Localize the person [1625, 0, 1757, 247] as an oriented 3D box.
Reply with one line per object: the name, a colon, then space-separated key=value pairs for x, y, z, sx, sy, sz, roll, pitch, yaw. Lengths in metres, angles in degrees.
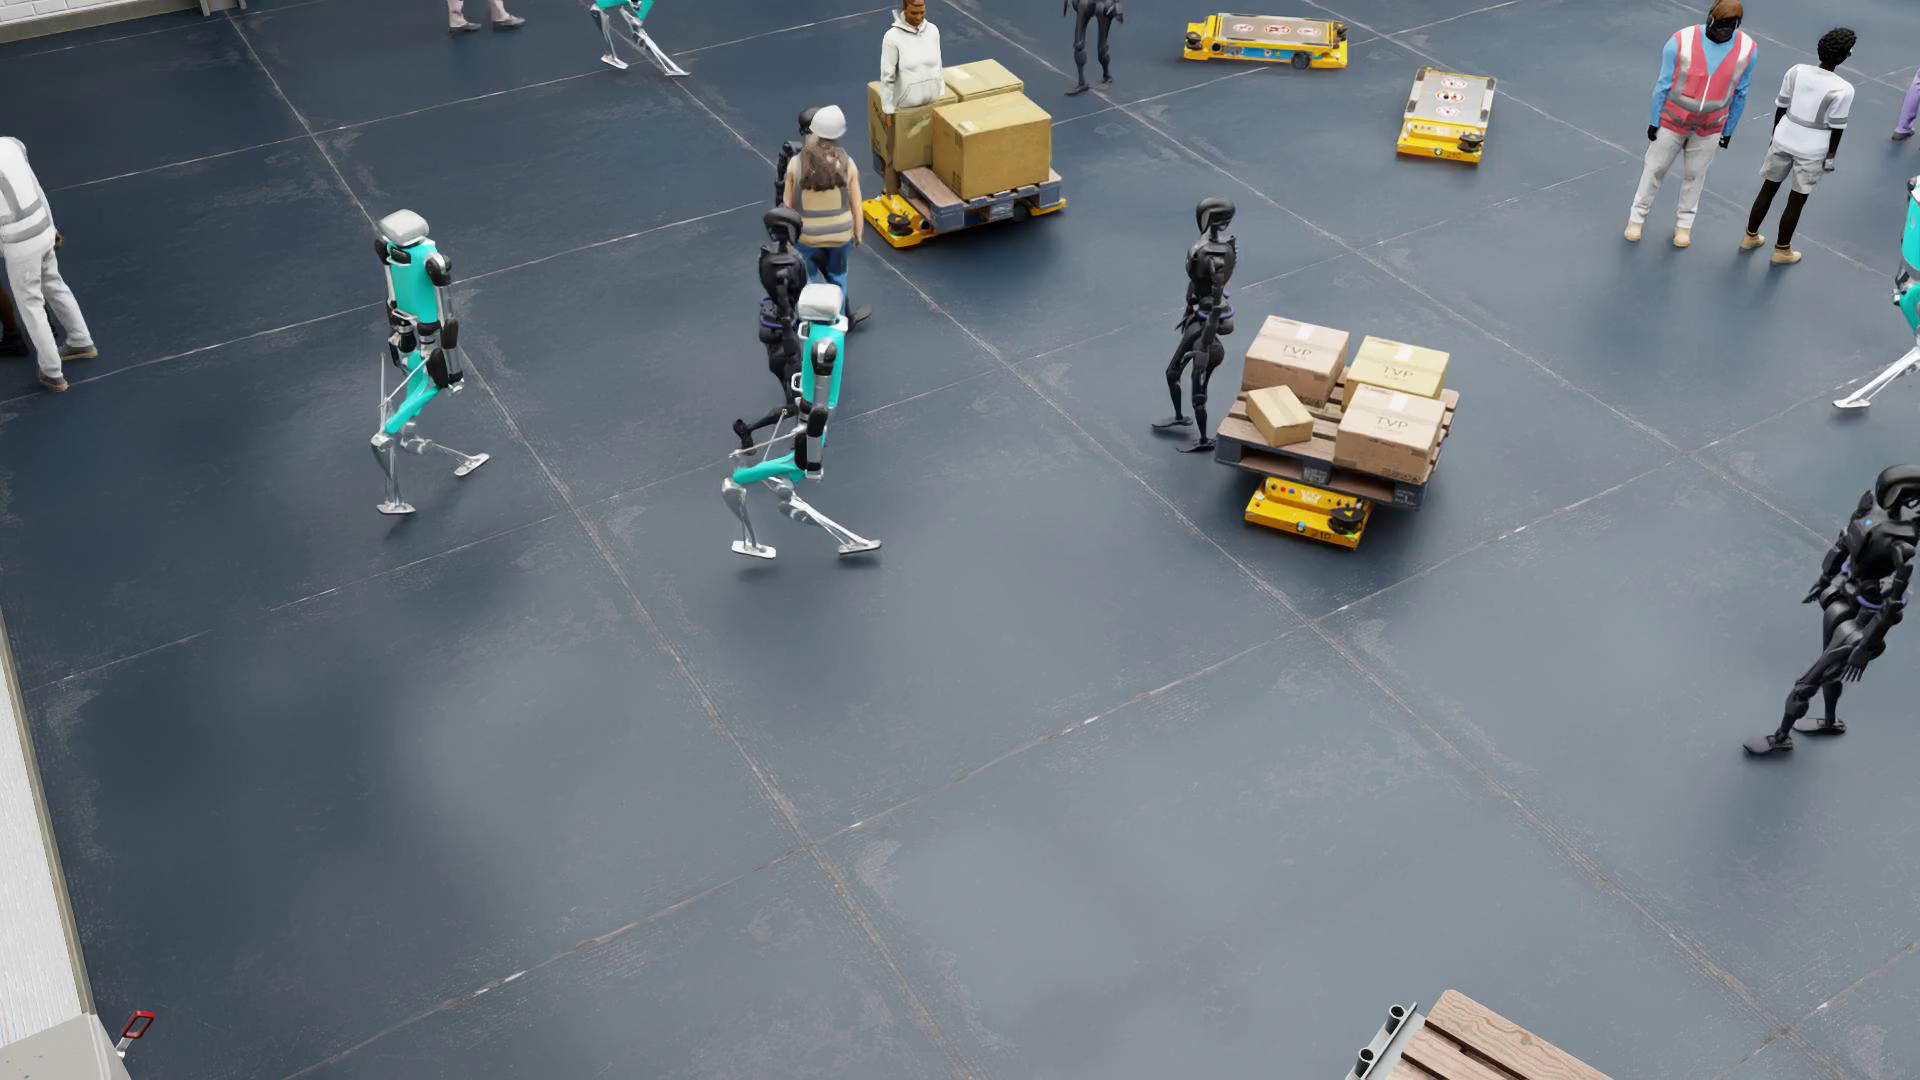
person: x=5.174 y=-2.944 z=11.757 sx=0.619 sy=1.837 sz=0.431 roll=9 pitch=39 yaw=12

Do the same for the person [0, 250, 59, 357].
person: x=-6.262 y=-2.074 z=10.567 sx=0.353 sy=1.937 sz=0.543 roll=17 pitch=41 yaw=20

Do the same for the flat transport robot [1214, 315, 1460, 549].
flat transport robot: x=2.220 y=-0.494 z=9.915 sx=0.659 sy=0.231 sz=1.431 roll=16 pitch=41 yaw=19

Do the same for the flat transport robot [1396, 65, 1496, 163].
flat transport robot: x=4.034 y=-3.530 z=13.745 sx=0.659 sy=0.231 sz=1.431 roll=12 pitch=40 yaw=14

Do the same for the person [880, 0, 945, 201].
person: x=-0.351 y=-3.125 z=12.029 sx=0.521 sy=1.766 sz=0.373 roll=-21 pitch=43 yaw=-24

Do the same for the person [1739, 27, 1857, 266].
person: x=5.872 y=-2.740 z=11.598 sx=0.316 sy=1.695 sz=0.539 roll=-21 pitch=43 yaw=-24

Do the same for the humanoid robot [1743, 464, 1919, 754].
humanoid robot: x=4.118 y=0.325 z=7.749 sx=0.563 sy=1.643 sz=0.598 roll=1 pitch=38 yaw=2

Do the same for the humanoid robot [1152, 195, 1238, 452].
humanoid robot: x=1.396 y=-1.235 z=9.715 sx=0.367 sy=1.656 sz=0.608 roll=-3 pitch=38 yaw=-3

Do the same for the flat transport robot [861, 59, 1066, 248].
flat transport robot: x=0.020 y=-2.560 z=12.522 sx=1.431 sy=0.231 sz=0.659 roll=-17 pitch=41 yaw=-20

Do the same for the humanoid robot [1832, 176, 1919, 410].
humanoid robot: x=5.976 y=-1.444 z=9.953 sx=0.988 sy=1.735 sz=0.543 roll=2 pitch=38 yaw=3

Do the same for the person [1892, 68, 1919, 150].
person: x=7.798 y=-3.955 z=13.013 sx=0.383 sy=1.845 sz=0.569 roll=-21 pitch=43 yaw=-24

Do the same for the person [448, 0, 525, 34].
person: x=-4.386 y=-5.478 z=14.957 sx=0.794 sy=1.815 sz=0.583 roll=-22 pitch=43 yaw=-25

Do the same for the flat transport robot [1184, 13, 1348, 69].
flat transport robot: x=2.754 y=-4.487 z=14.953 sx=1.431 sy=0.231 sz=0.659 roll=6 pitch=39 yaw=8

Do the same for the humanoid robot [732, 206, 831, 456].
humanoid robot: x=-1.077 y=-1.207 z=9.695 sx=0.561 sy=1.640 sz=0.609 roll=-3 pitch=38 yaw=-4

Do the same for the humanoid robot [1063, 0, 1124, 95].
humanoid robot: x=1.145 y=-4.553 z=13.923 sx=0.598 sy=1.668 sz=0.470 roll=22 pitch=43 yaw=25

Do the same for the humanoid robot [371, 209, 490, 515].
humanoid robot: x=-3.160 y=-0.890 z=9.278 sx=0.530 sy=1.773 sz=1.018 roll=24 pitch=44 yaw=27

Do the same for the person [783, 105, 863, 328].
person: x=-0.876 y=-1.969 z=10.624 sx=0.523 sy=1.696 sz=0.571 roll=-4 pitch=39 yaw=-5

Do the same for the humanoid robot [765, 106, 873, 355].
humanoid robot: x=-0.974 y=-2.004 z=10.715 sx=0.603 sy=1.619 sz=0.770 roll=24 pitch=44 yaw=27

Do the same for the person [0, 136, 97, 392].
person: x=-5.818 y=-1.842 z=10.332 sx=0.400 sy=1.876 sz=0.591 roll=-2 pitch=38 yaw=-3

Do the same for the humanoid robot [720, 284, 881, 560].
humanoid robot: x=-0.958 y=-0.553 z=8.835 sx=1.033 sy=1.743 sz=0.541 roll=-1 pitch=38 yaw=-1

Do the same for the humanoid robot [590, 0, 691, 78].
humanoid robot: x=-2.839 y=-4.751 z=14.139 sx=1.040 sy=1.759 sz=0.548 roll=13 pitch=40 yaw=16
